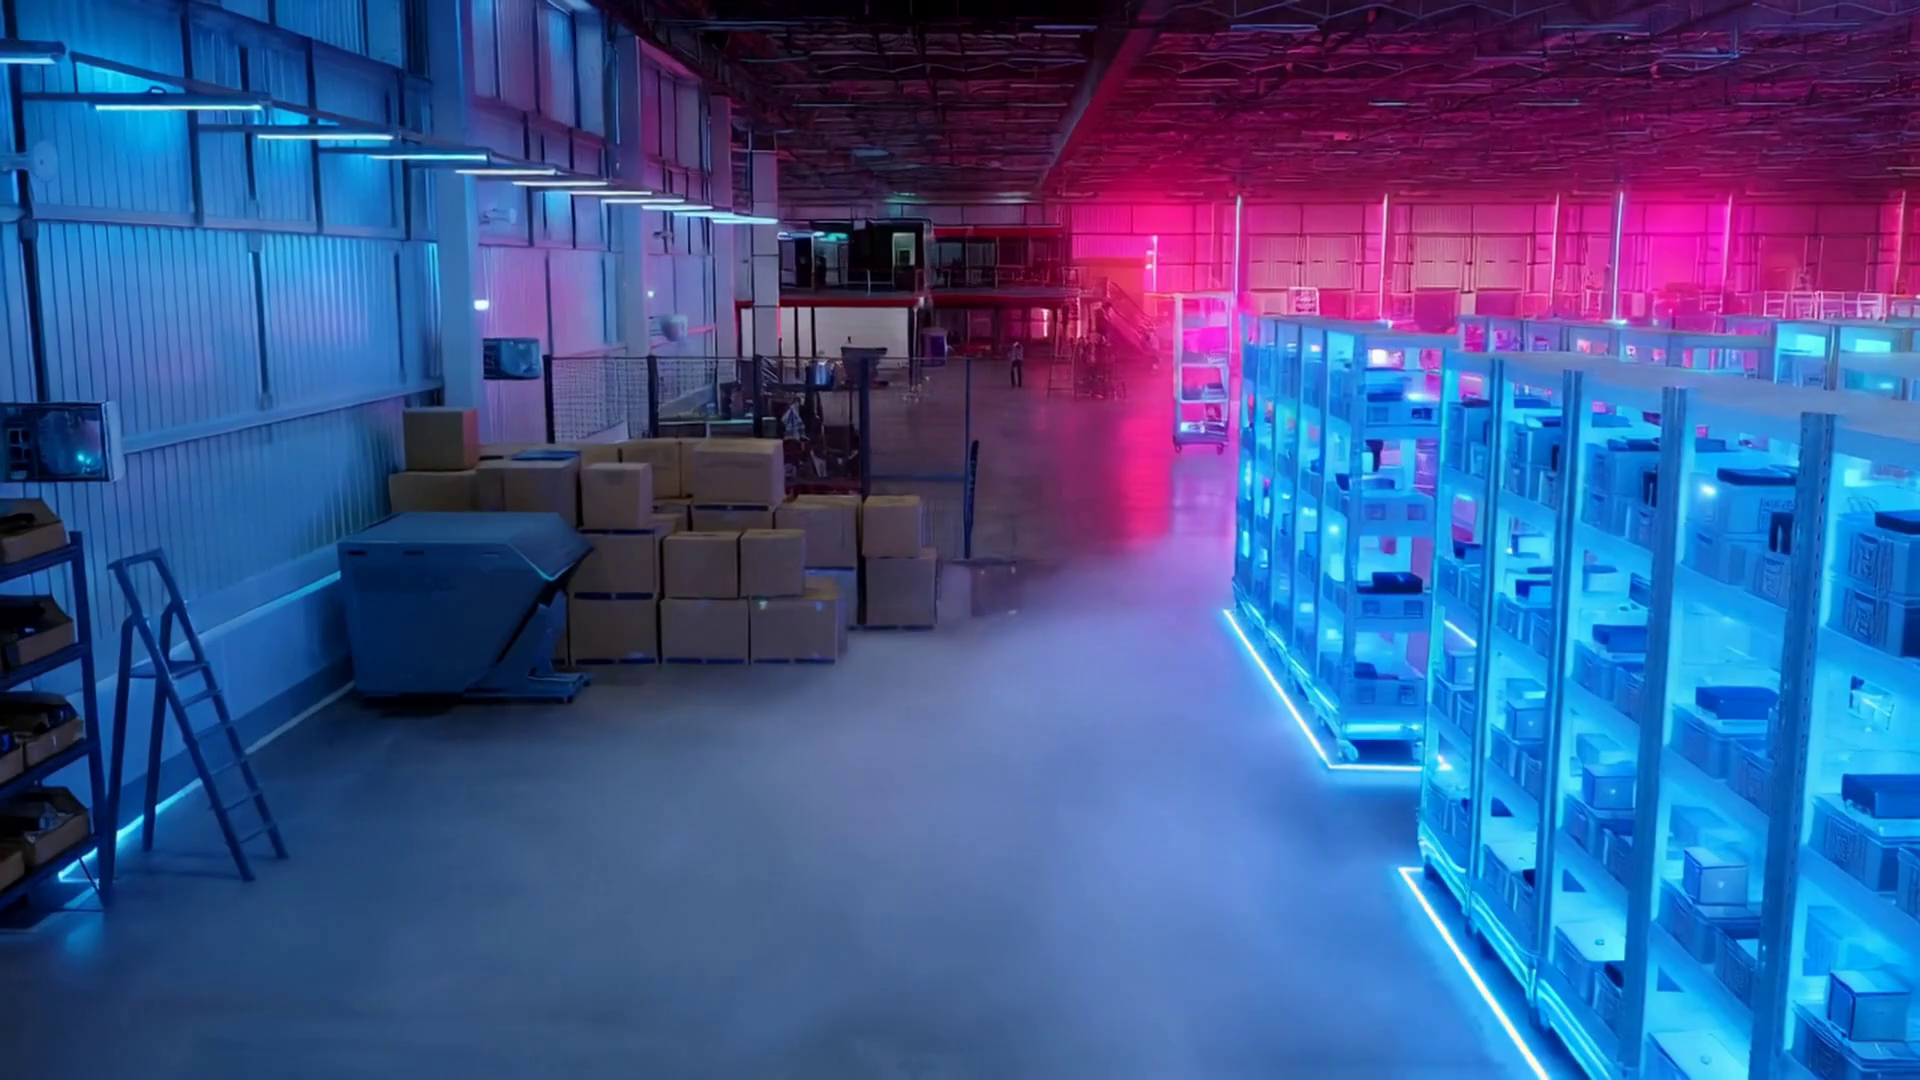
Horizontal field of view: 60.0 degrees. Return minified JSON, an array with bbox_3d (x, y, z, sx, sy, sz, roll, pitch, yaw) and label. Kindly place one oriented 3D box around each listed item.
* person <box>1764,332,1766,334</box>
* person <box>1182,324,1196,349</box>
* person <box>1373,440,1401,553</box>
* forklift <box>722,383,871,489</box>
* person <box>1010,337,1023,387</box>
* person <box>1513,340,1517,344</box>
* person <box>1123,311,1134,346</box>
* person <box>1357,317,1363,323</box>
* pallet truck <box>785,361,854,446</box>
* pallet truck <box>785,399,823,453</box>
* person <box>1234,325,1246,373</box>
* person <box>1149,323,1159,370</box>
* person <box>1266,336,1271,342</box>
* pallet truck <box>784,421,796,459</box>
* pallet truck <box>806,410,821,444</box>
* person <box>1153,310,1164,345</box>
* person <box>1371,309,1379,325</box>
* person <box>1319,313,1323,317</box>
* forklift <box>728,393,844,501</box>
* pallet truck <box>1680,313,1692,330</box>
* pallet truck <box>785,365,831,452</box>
[{"bbox_3d":[39.064,-9.809,80.272,0.429,1.844,0.626,1,9,7],"label":"person"},{"bbox_3d":[10.773,-9.551,78.595,0.622,1.878,1.053,-5,11,-30],"label":"person"},{"bbox_3d":[5.696,-0.550,22.874,0.929,1.952,0.631,0,9,-1],"label":"person"},{"bbox_3d":[-2.893,-1.687,28.729,2.680,1.987,1.157,0,9,-1],"label":"forklift"},{"bbox_3d":[1.998,-6.271,58.674,0.532,1.768,0.311,-6,11,-32],"label":"person"},{"bbox_3d":[20.467,-6.689,60.838,0.559,1.901,0.619,-1,9,-6],"label":"person"},{"bbox_3d":[9.148,-11.559,90.839,0.601,1.921,0.851,-4,10,-24],"label":"person"},{"bbox_3d":[21.140,-10.976,87.991,0.553,1.655,0.819,-1,9,-5],"label":"person"},{"bbox_3d":[-3.410,-3.193,38.978,1.885,1.965,0.823,0,9,-1],"label":"pallet truck"},{"bbox_3d":[-3.814,-2.432,36.419,1.630,1.274,0.653,0,9,1],"label":"pallet truck"},{"bbox_3d":[11.377,-7.735,66.862,0.536,2.000,0.693,2,10,15],"label":"person"},{"bbox_3d":[8.090,-8.032,69.041,0.378,1.925,0.594,7,12,38],"label":"person"},{"bbox_3d":[10.477,-6.095,57.283,0.595,1.866,0.597,1,9,5],"label":"person"},{"bbox_3d":[-4.013,-1.793,32.705,1.601,1.201,0.680,0,9,1],"label":"pallet truck"},{"bbox_3d":[-3.559,-2.018,33.905,1.522,1.261,0.704,0,9,-1],"label":"pallet truck"},{"bbox_3d":[10.949,-11.768,92.050,0.621,1.954,0.991,6,11,32],"label":"person"},{"bbox_3d":[23.646,-12.181,94.612,0.551,1.932,0.378,-6,11,-31],"label":"person"},{"bbox_3d":[19.747,-11.537,91.169,0.523,1.766,0.315,-4,10,-25],"label":"person"},{"bbox_3d":[-2.979,-1.316,26.476,2.680,1.987,1.157,0,9,1],"label":"forklift"},{"bbox_3d":[36.315,-10.531,84.244,0.823,1.965,1.885,-6,11,-33],"label":"pallet truck"},{"bbox_3d":[-3.774,-2.976,37.635,1.885,1.965,0.823,1,9,5],"label":"pallet truck"}]
